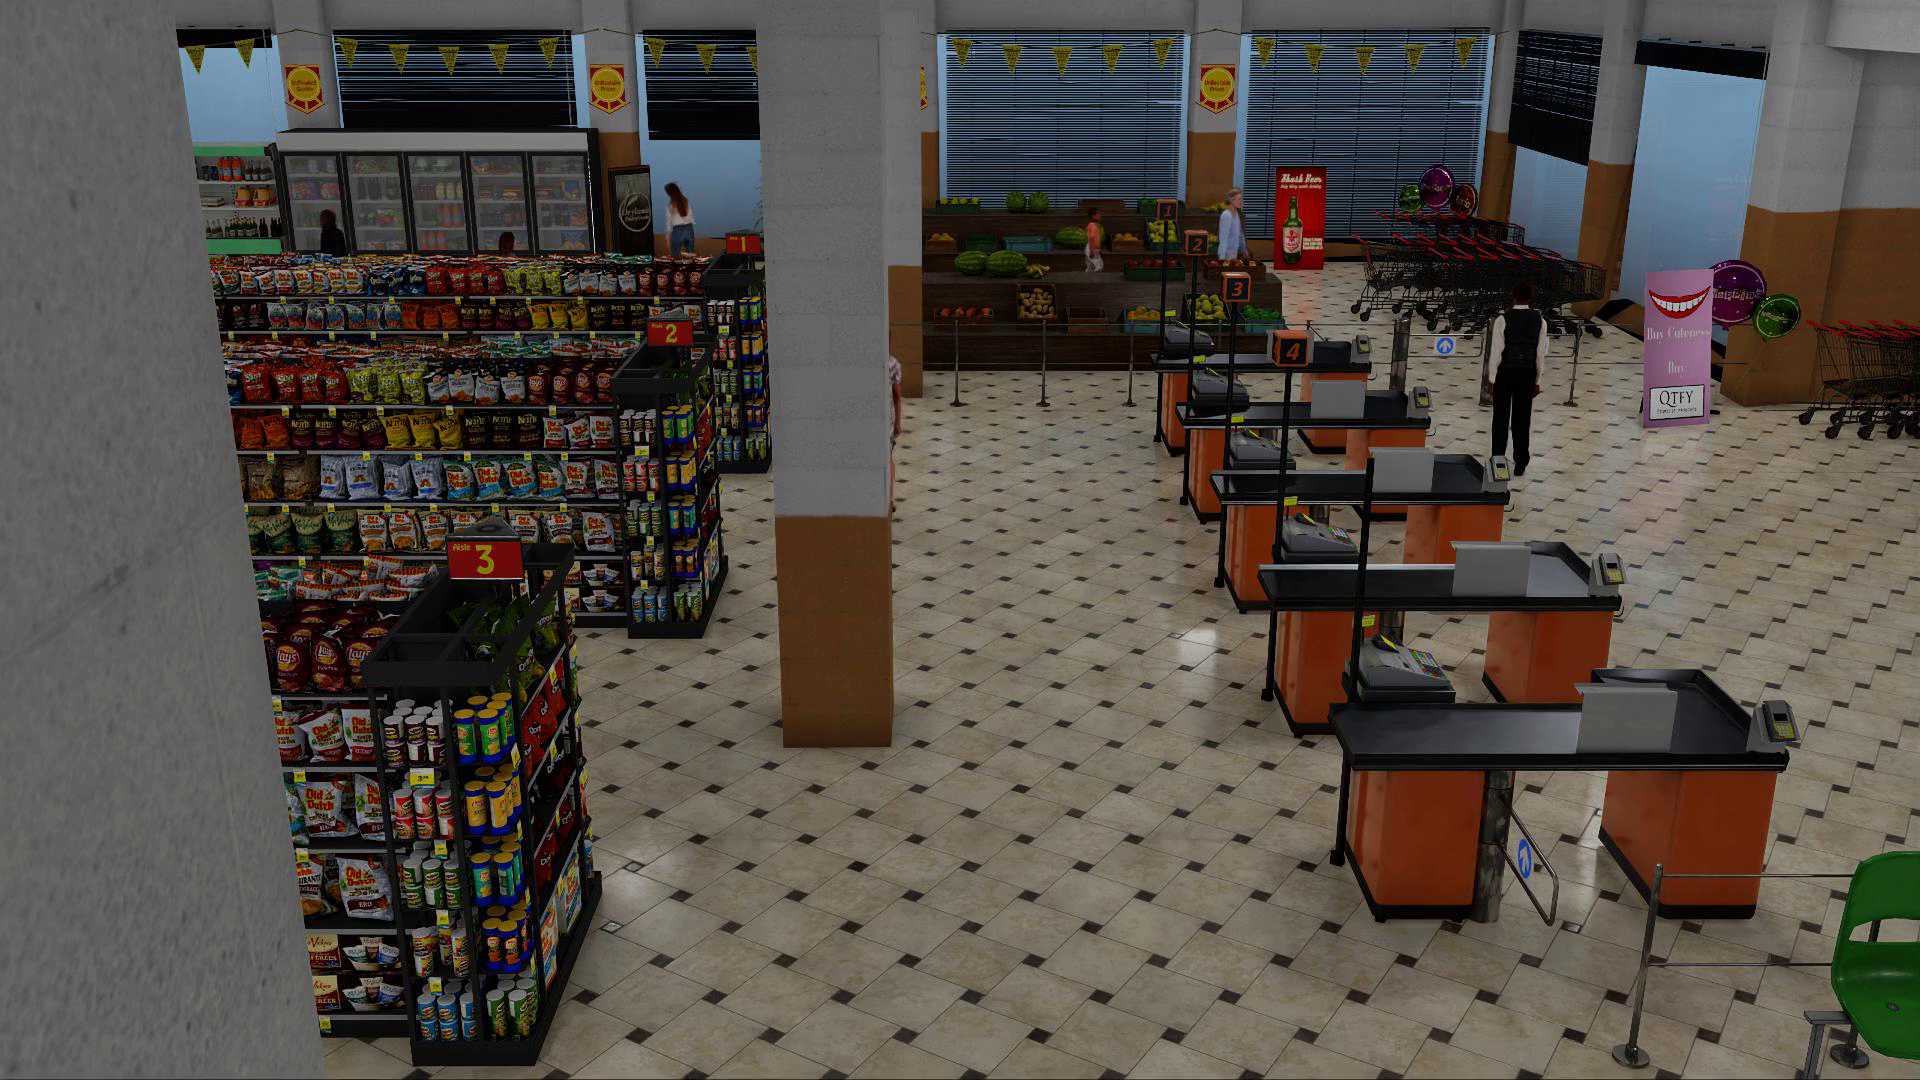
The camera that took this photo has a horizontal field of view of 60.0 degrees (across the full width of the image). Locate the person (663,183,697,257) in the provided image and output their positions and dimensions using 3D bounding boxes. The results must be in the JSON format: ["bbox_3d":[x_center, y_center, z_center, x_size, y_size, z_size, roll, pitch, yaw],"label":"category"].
[{"bbox_3d":[-4.320,-4.764,26.126,0.718,1.691,0.863,-5,19,-15],"label":"person"}]

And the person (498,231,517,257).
[{"bbox_3d":[-6.081,-3.433,22.517,0.652,1.475,0.635,-11,22,-30],"label":"person"}]

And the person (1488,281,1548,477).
[{"bbox_3d":[5.456,-1.587,16.349,0.541,1.919,0.761,2,19,5],"label":"person"}]

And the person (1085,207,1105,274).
[{"bbox_3d":[2.028,-4.567,26.158,0.536,1.299,0.479,0,19,-1],"label":"person"}]

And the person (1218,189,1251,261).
[{"bbox_3d":[3.756,-4.063,23.769,1.043,1.870,0.834,6,20,18],"label":"person"}]

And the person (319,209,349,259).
[{"bbox_3d":[-8.298,-3.509,22.203,0.780,1.820,0.790,-10,21,-26],"label":"person"}]
